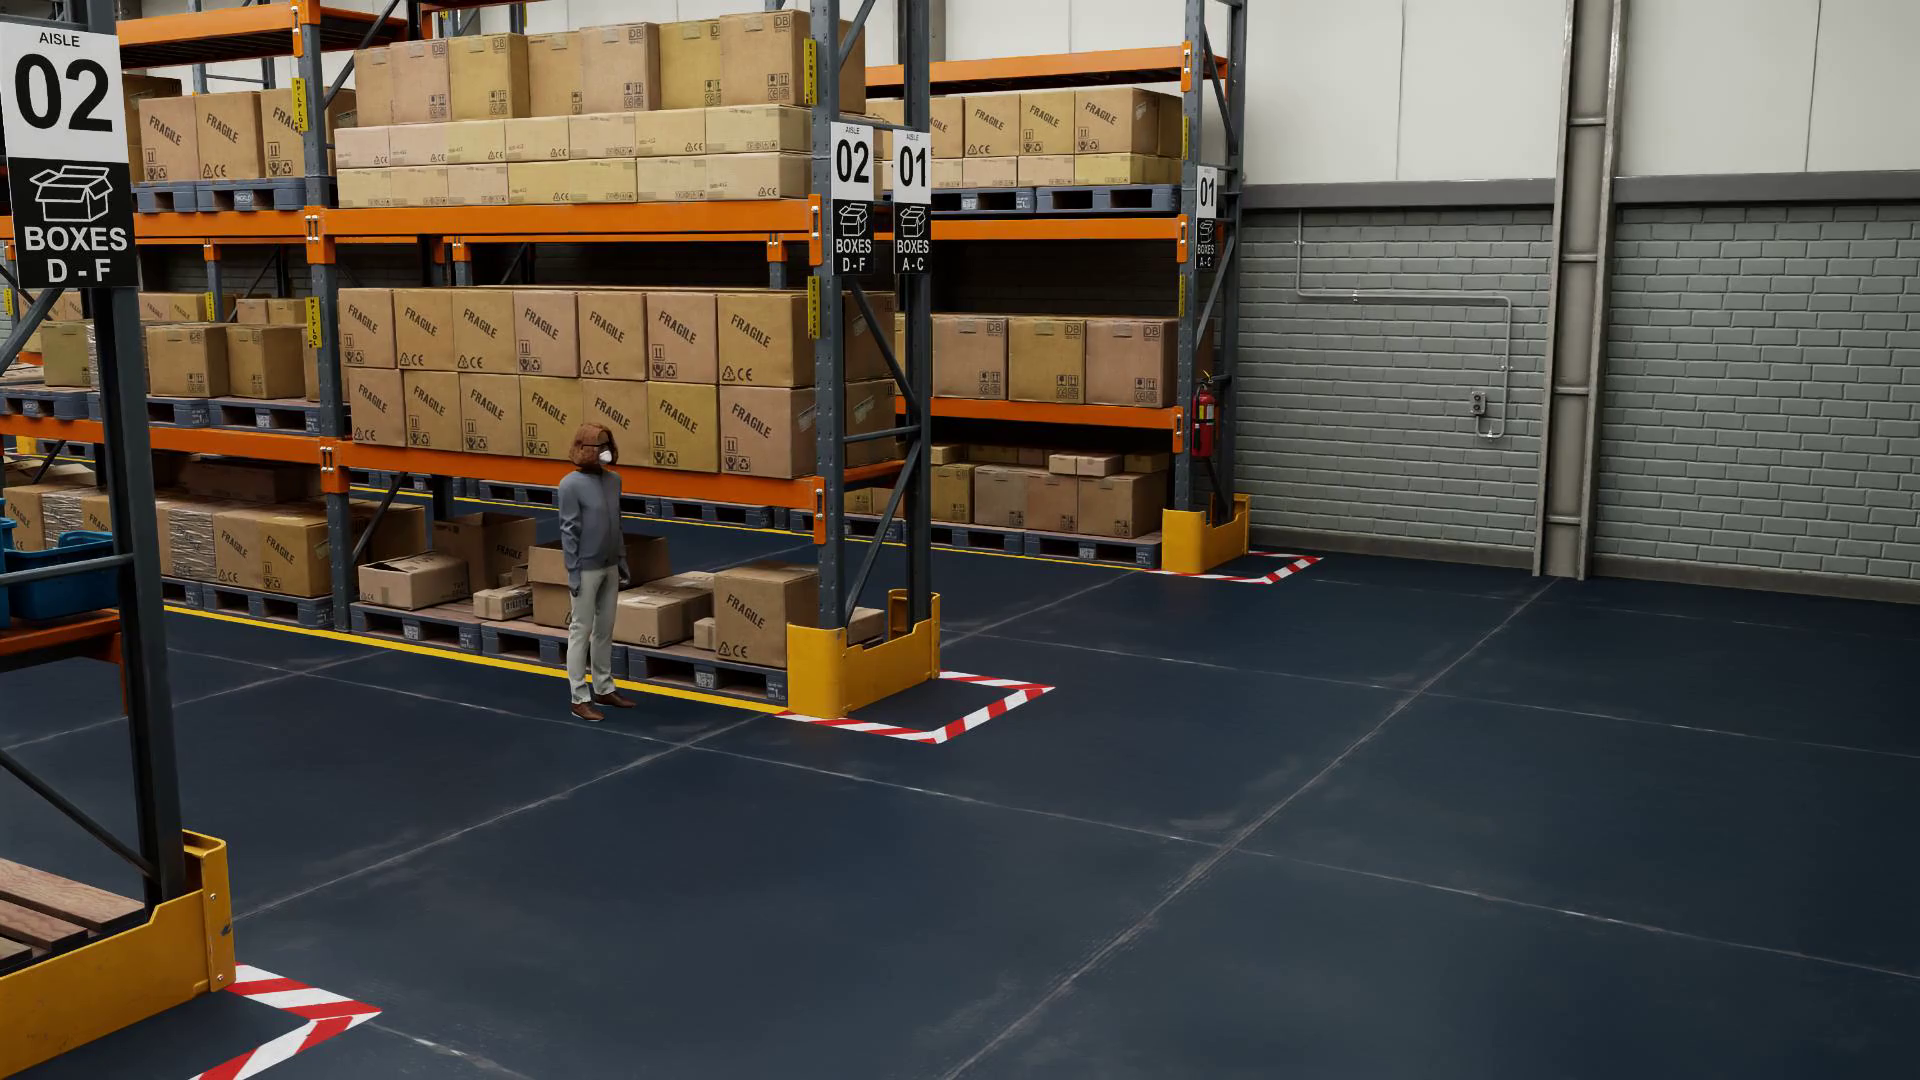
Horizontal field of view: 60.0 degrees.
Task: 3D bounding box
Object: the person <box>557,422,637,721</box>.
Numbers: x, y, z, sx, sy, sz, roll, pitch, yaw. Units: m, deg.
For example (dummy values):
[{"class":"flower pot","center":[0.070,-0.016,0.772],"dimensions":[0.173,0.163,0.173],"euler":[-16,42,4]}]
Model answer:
[{"class":"person","center":[-2.002,0.164,9.169],"dimensions":[0.285,1.633,0.497],"euler":[5,11,25]}]
